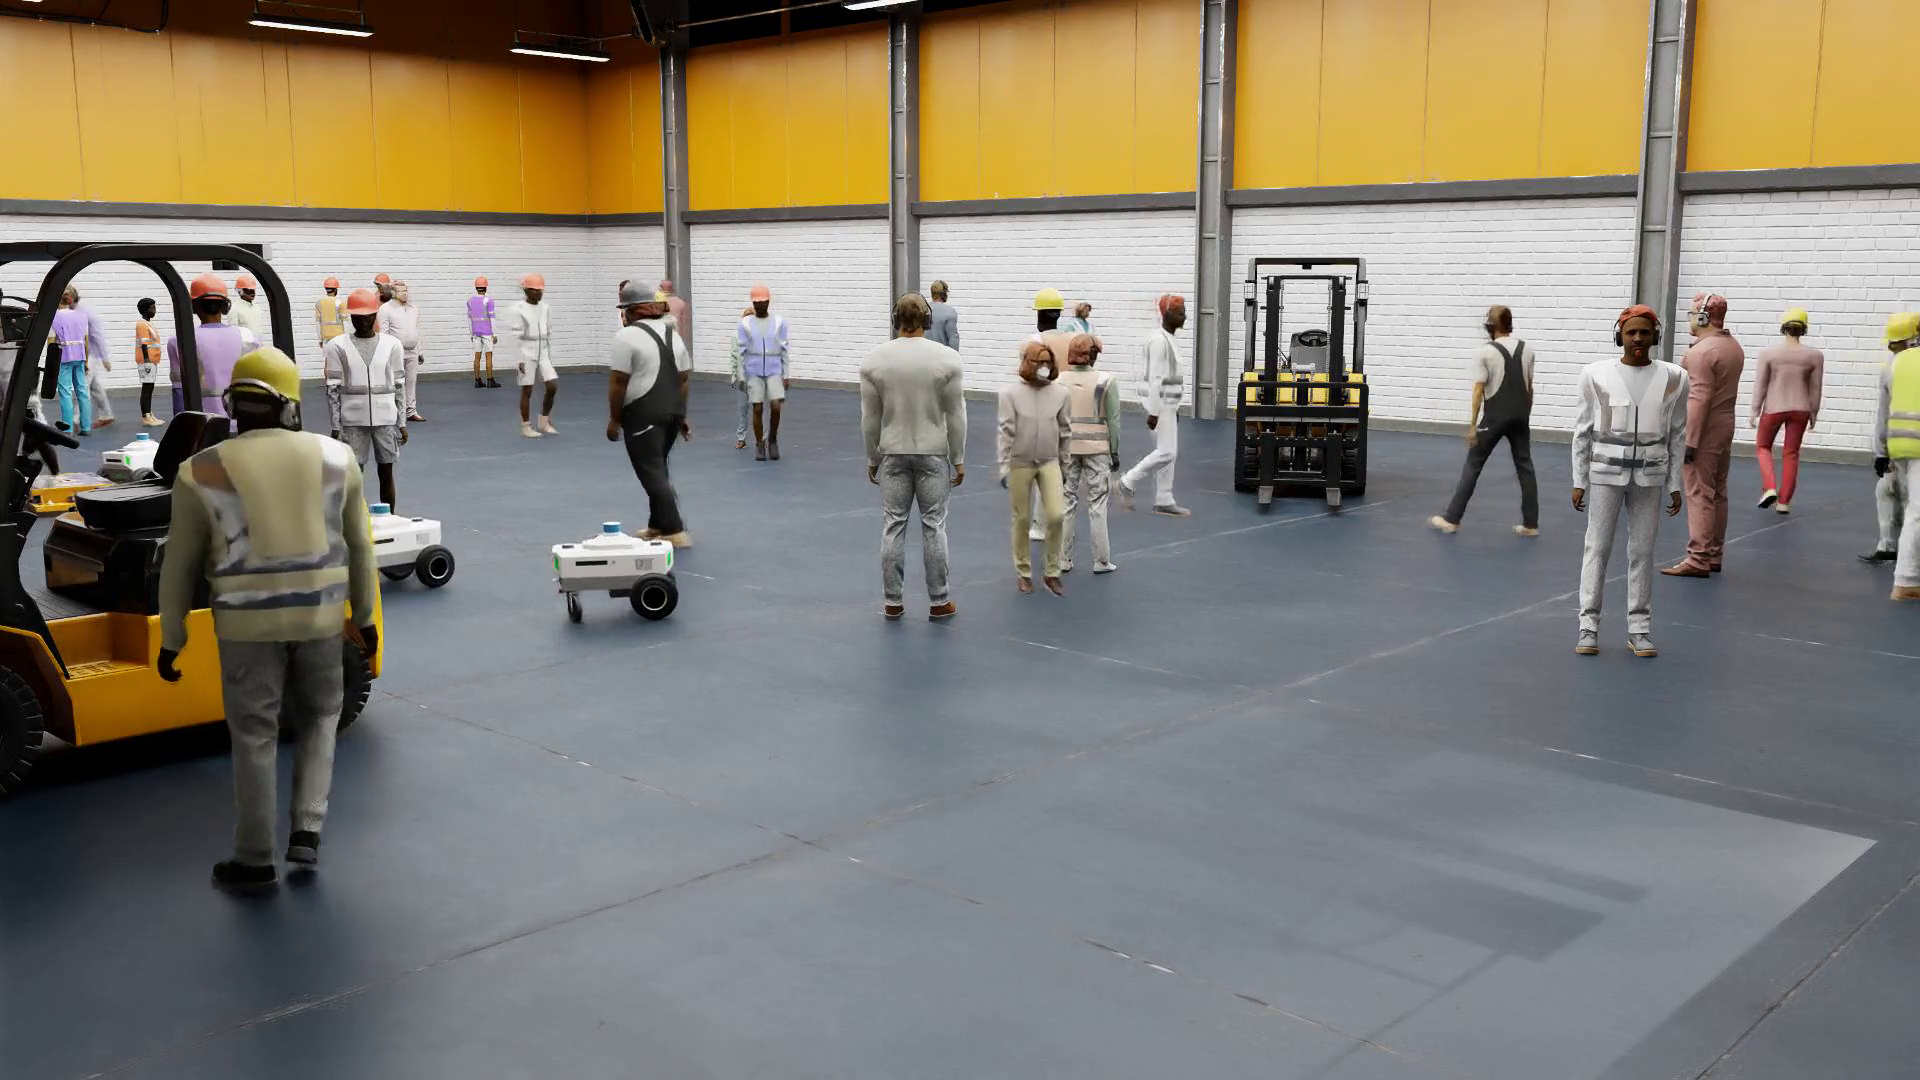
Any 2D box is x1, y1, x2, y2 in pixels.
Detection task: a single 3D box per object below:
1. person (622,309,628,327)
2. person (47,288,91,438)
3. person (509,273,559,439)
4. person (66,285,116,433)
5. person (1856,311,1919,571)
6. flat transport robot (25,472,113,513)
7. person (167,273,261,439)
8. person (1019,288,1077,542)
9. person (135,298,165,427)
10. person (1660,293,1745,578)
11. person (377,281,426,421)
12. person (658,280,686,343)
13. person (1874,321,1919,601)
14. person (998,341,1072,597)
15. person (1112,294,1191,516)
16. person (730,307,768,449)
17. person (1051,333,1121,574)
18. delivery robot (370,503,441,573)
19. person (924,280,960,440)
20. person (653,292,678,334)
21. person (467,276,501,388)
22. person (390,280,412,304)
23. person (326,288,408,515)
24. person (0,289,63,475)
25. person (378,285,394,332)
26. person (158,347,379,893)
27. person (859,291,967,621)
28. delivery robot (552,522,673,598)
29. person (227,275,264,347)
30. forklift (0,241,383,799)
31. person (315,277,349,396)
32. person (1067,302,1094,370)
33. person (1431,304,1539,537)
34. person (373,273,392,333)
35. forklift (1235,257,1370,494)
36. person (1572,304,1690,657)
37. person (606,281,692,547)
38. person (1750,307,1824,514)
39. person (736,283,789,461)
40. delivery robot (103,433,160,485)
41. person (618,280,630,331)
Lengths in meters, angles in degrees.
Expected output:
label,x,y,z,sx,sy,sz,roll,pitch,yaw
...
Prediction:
label,x,y,z,sx,sy,sz,roll,pitch,yaw
person,-3.874,-1.970,19.860,0.278,1.626,0.501,0,9,-1
person,-10.953,-2.172,20.421,0.359,1.846,0.565,4,10,26
person,-5.171,-2.227,20.237,0.600,2.020,0.623,8,12,39
person,-11.204,-2.301,21.166,0.703,1.861,1.071,4,10,22
person,6.386,-0.652,11.303,0.643,1.784,0.644,8,12,40
flat transport robot,-7.859,-0.430,14.561,0.652,0.197,1.431,-7,12,-37
person,-4.986,-0.763,11.181,0.605,2.044,0.375,-9,13,-43
person,0.678,-0.948,12.671,0.585,1.928,0.369,-6,11,-33
person,-10.675,-2.338,21.889,0.317,1.697,0.540,-3,10,-18
person,4.994,-0.700,11.214,0.399,1.910,0.643,9,13,43
person,-7.507,-2.528,22.422,0.409,1.907,0.648,6,11,32
person,-4.819,-3.347,27.499,0.659,1.893,0.505,-7,11,-36
person,6.164,-0.524,10.408,0.756,1.809,0.697,-2,9,-12
person,0.484,-0.438,10.508,0.508,1.619,0.555,-2,9,-10
person,1.636,-1.112,13.874,0.543,1.871,0.589,3,10,17
person,-2.397,-1.861,19.168,0.497,1.633,0.288,0,9,-2
person,0.843,-0.581,11.308,0.512,1.639,0.311,3,10,20
delivery robot,-3.717,0.008,10.720,0.477,0.478,0.707,7,12,37
person,-0.257,-2.178,20.178,0.630,1.940,0.372,7,12,38
person,-4.216,-2.613,23.439,0.491,1.746,0.285,-1,9,-8
person,-8.292,-3.611,28.952,0.549,1.942,0.344,3,10,19
person,-9.834,-3.608,29.156,0.515,1.872,0.333,-7,12,-36
person,-4.341,-0.878,12.220,0.551,1.932,0.371,-4,10,-24
person,-8.368,-1.288,14.706,0.797,1.944,0.571,-1,9,-5
person,-8.850,-2.993,25.551,0.833,1.811,0.661,-1,9,-4
person,-2.296,0.273,5.529,0.681,1.810,0.413,-7,11,-35
person,-0.269,-0.482,9.778,0.632,1.940,0.372,1,9,8
delivery robot,-2.076,0.135,9.943,0.707,0.478,0.477,-2,9,-11
person,-9.092,-2.388,21.293,0.391,1.992,0.623,2,9,12
forklift,-3.706,-0.171,7.093,1.214,2.155,2.313,9,13,43
person,-10.222,-3.313,27.172,0.542,1.927,0.380,1,9,5
person,1.666,-2.543,23.412,0.520,1.615,0.745,-7,12,-37
person,4.122,-0.921,12.914,0.695,1.809,0.502,-2,9,-10
person,-10.114,-3.681,29.216,0.609,1.996,0.383,6,11,32
forklift,3.309,-1.629,16.029,1.214,2.155,2.313,2,9,11
person,3.575,-0.311,8.912,0.575,1.879,0.355,2,9,11
person,-2.274,-0.970,12.458,0.752,2.000,0.696,5,11,29
person,7.000,-1.094,14.112,0.548,1.747,0.388,2,10,15
person,-2.117,-1.791,17.864,0.564,1.915,0.511,-1,9,-7
delivery robot,-7.493,-0.737,15.288,0.477,0.478,0.707,3,10,20
person,-4.431,-2.543,22.484,0.391,1.918,0.587,-7,12,-38
